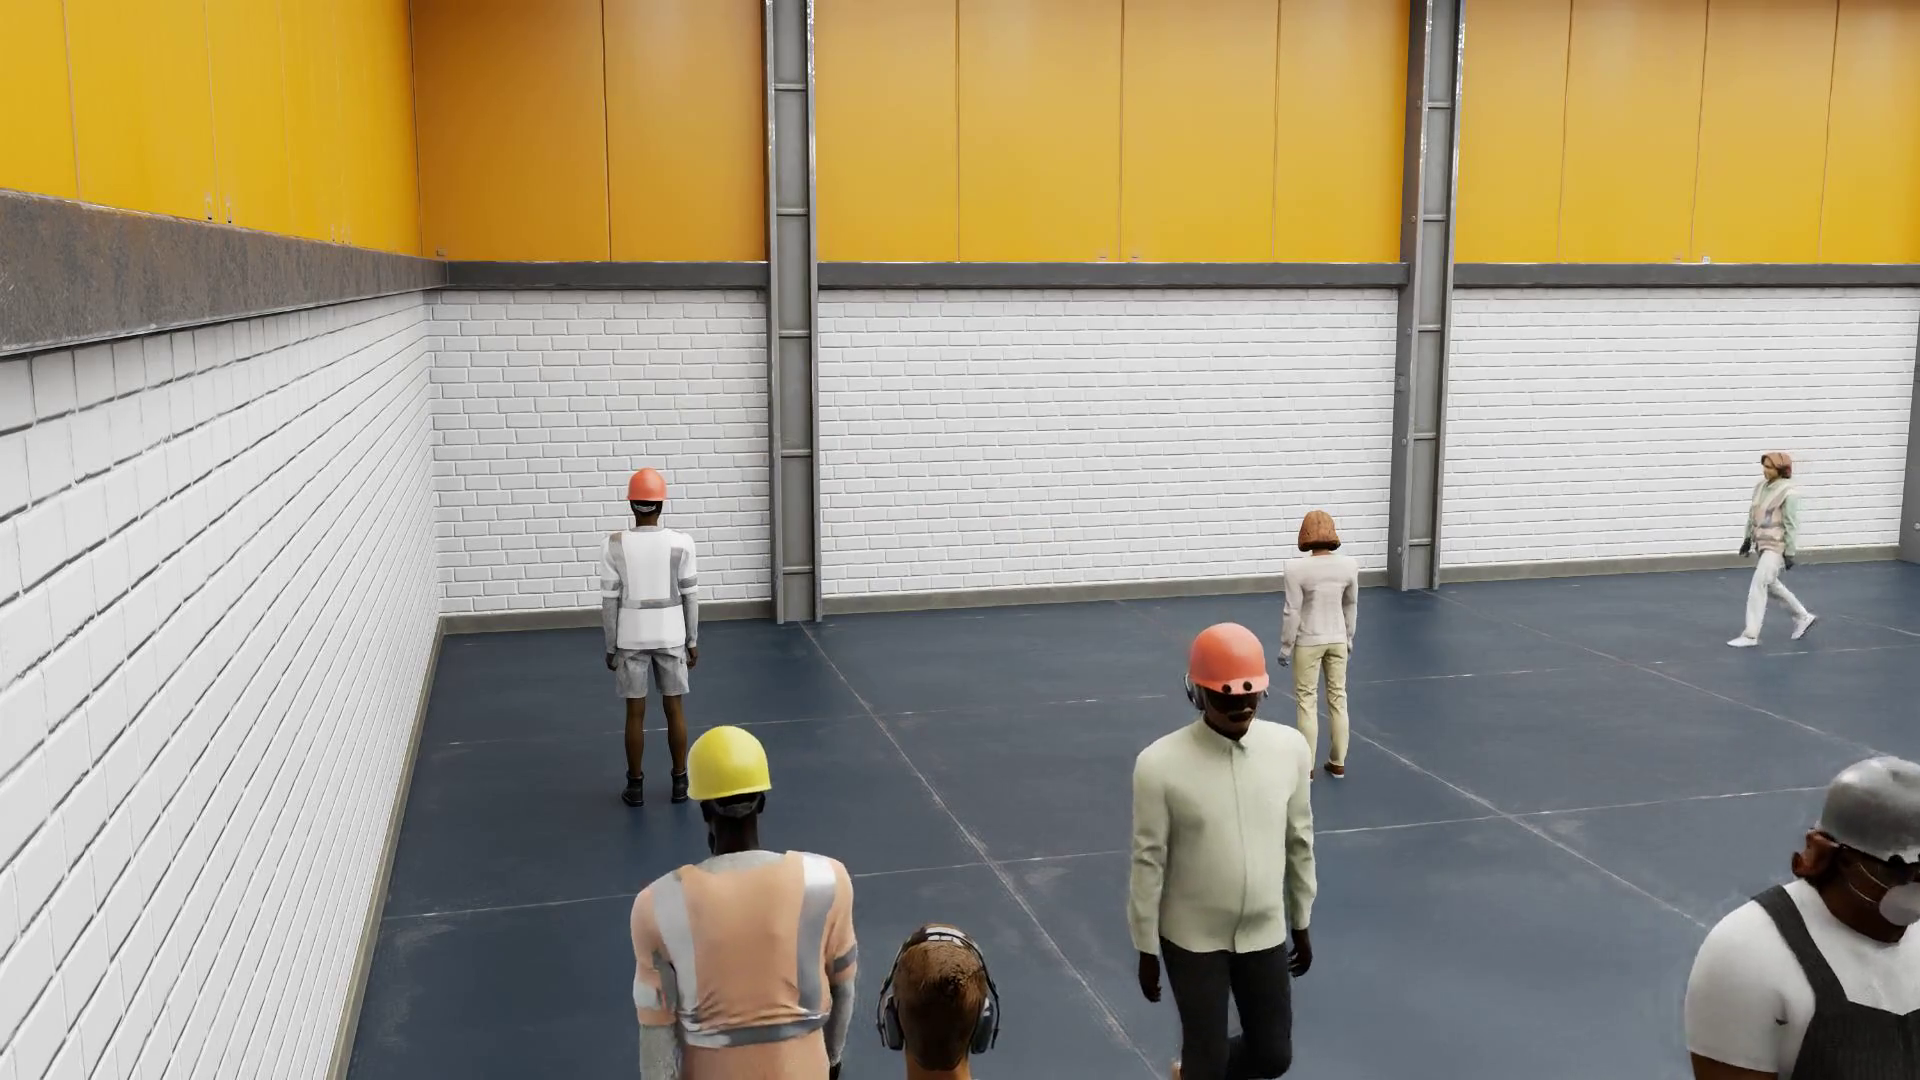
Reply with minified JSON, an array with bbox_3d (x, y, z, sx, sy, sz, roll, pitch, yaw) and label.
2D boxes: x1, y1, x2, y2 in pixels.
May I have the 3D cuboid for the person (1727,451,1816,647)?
[{"bbox_3d":[6.665,0.067,13.544,0.762,1.608,0.519,0,9,-2],"label":"person"}]

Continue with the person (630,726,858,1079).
[{"bbox_3d":[-0.550,1.416,4.349,0.581,1.867,1.027,-1,9,-9],"label":"person"}]

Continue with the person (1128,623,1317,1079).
[{"bbox_3d":[0.809,1.208,5.282,0.630,1.972,0.622,-3,10,-17],"label":"person"}]

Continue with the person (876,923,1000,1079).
[{"bbox_3d":[-0.032,1.615,3.148,0.504,1.847,0.345,-1,9,-7],"label":"person"}]

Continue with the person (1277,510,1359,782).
[{"bbox_3d":[2.138,0.632,9.940,0.497,1.633,0.278,-3,10,-18],"label":"person"}]

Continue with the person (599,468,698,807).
[{"bbox_3d":[-1.762,0.555,9.477,0.545,1.938,0.362,-2,9,-12],"label":"person"}]
